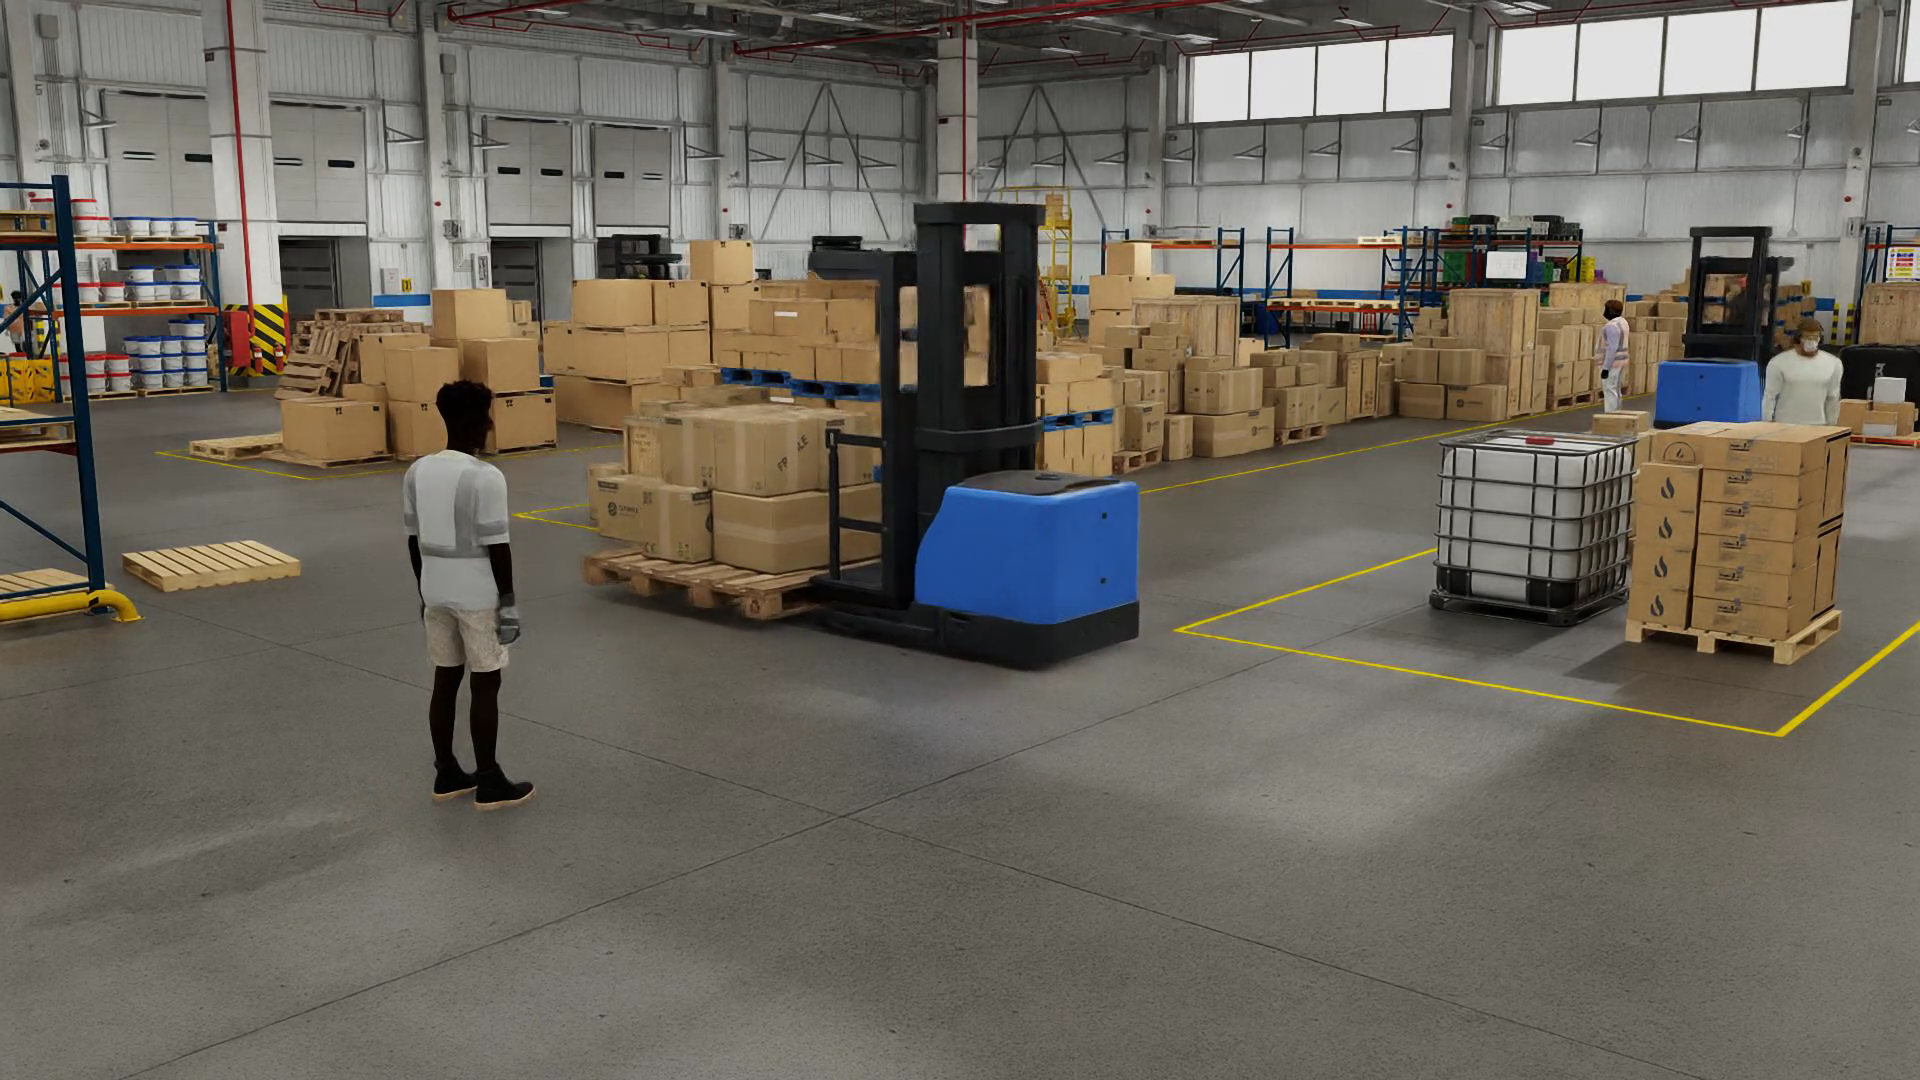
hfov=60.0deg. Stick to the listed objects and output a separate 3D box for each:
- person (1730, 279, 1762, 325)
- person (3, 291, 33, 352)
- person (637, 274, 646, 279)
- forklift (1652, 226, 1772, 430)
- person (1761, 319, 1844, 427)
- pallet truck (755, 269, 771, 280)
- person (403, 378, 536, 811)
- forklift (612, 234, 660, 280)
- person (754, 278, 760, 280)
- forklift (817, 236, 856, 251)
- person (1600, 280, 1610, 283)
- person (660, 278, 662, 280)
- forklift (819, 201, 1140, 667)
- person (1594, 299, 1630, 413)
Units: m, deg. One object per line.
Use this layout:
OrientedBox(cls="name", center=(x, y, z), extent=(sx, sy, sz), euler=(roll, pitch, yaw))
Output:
OrientedBox(cls="person", center=(15.070, -3.995, 31.772), extent=(0.630, 1.953, 0.888), euler=(0, 10, 1))
OrientedBox(cls="person", center=(-19.747, -4.398, 34.918), extent=(0.533, 1.656, 0.875), euler=(-3, 11, -19))
OrientedBox(cls="person", center=(-7.508, -5.299, 39.276), extent=(0.382, 1.924, 0.594), euler=(8, 13, 38))
OrientedBox(cls="forklift", center=(9.984, -2.704, 21.789), extent=(1.129, 2.768, 1.873), euler=(8, 13, 40))
OrientedBox(cls="person", center=(7.546, -1.030, 14.979), extent=(0.641, 1.922, 0.529), euler=(2, 10, 12))
OrientedBox(cls="pallet truck", center=(-4.996, -6.432, 45.525), extent=(1.885, 1.965, 0.823), euler=(-6, 12, -32))
OrientedBox(cls="person", center=(-2.246, 0.247, 7.584), extent=(0.614, 1.963, 0.362), euler=(6, 12, 32))
OrientedBox(cls="forklift", center=(-6.595, -4.862, 34.077), extent=(1.129, 2.768, 1.873), euler=(-7, 12, -34))
OrientedBox(cls="person", center=(-4.112, -4.300, 33.557), extent=(0.372, 1.939, 0.629), euler=(-1, 10, -3))
OrientedBox(cls="forklift", center=(-2.848, -5.612, 38.344), extent=(1.129, 2.768, 1.873), euler=(-1, 10, -6))
OrientedBox(cls="person", center=(12.767, -4.218, 33.171), extent=(0.448, 1.913, 0.539), euler=(0, 10, 2))
OrientedBox(cls="person", center=(-6.516, -4.726, 36.019), extent=(0.632, 1.931, 0.382), euler=(-5, 11, -24))
OrientedBox(cls="forklift", center=(0.139, -0.746, 10.639), extent=(1.873, 2.768, 1.129), euler=(8, 13, 40))
OrientedBox(cls="person", center=(8.994, -2.399, 23.005), extent=(0.430, 1.845, 0.619), euler=(7, 12, 33))
